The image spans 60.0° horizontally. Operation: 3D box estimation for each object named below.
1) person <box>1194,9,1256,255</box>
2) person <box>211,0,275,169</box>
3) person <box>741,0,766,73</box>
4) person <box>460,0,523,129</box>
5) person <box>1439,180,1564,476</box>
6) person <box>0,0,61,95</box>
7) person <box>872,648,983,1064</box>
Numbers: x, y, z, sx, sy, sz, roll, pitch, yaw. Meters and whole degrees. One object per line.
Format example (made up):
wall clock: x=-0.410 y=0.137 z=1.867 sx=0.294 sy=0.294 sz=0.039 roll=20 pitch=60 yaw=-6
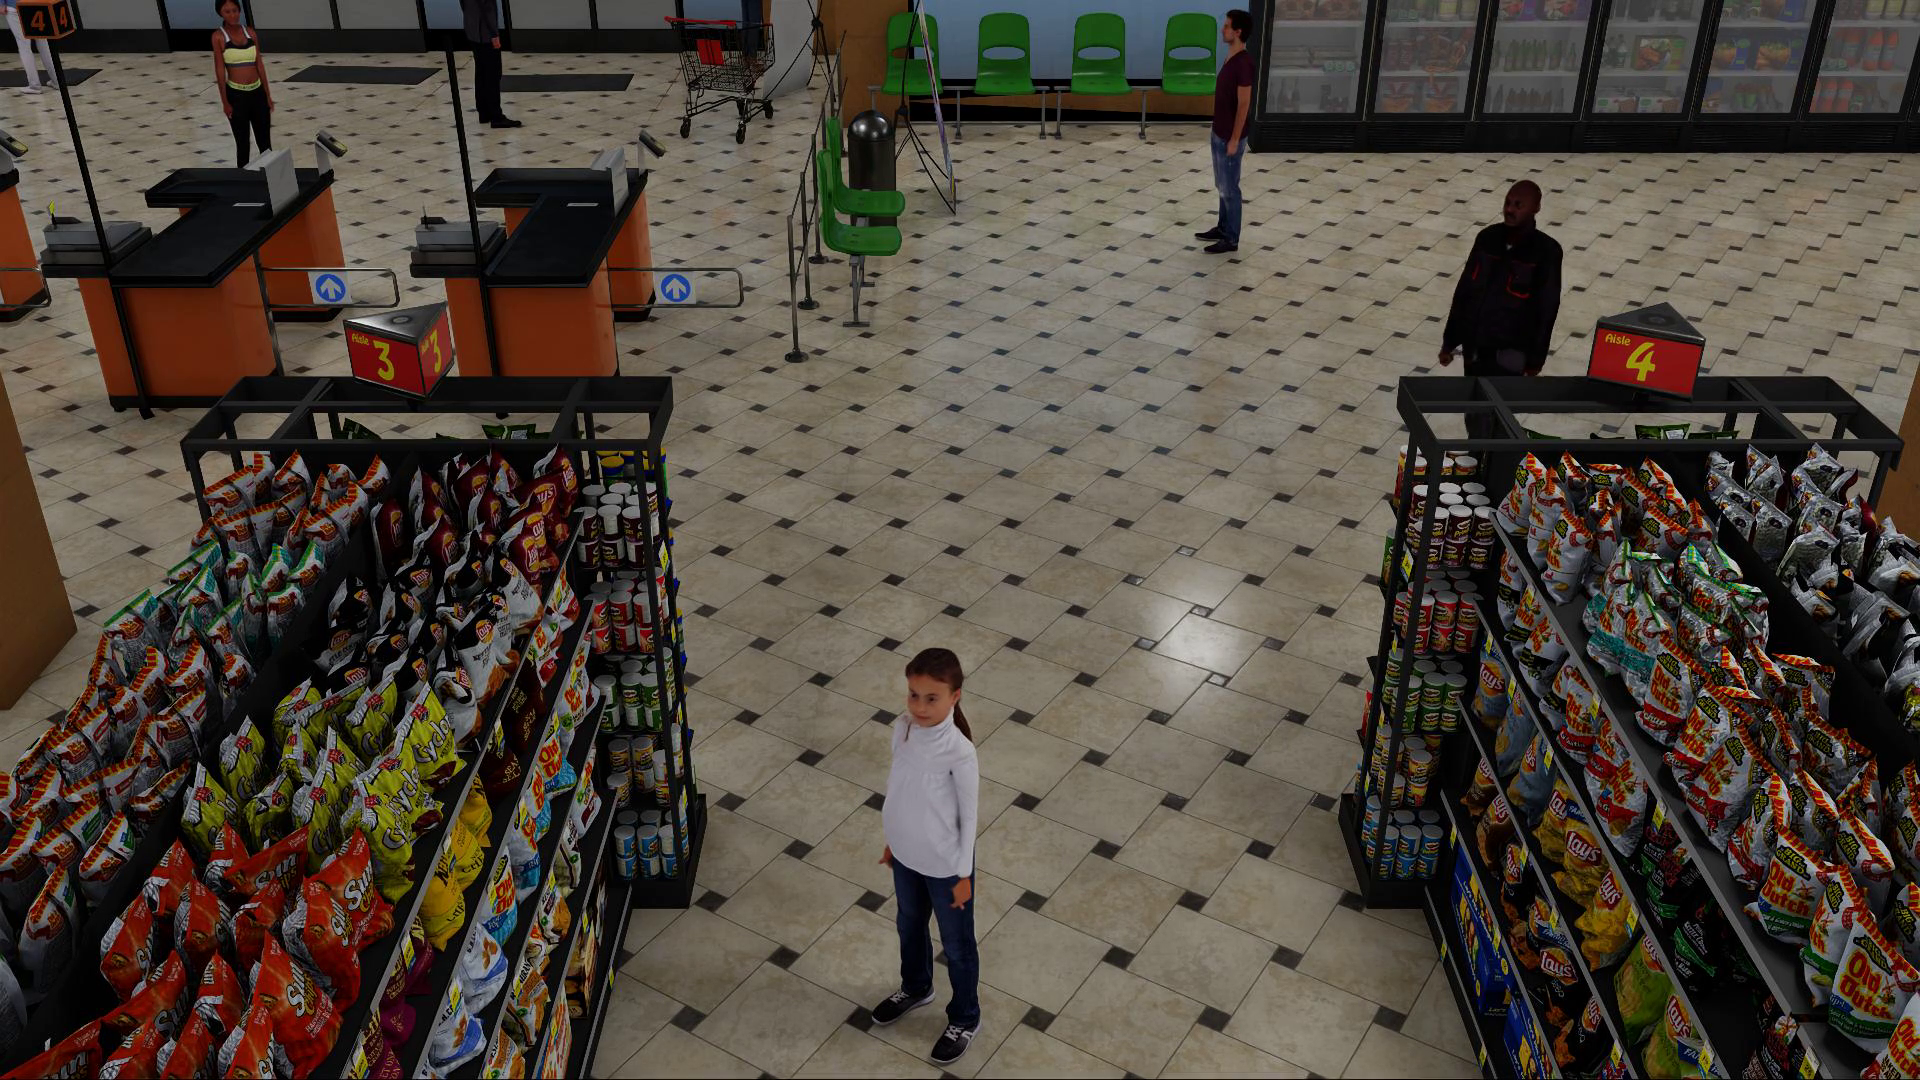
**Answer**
person: x=2.104 y=-3.178 z=12.932 sx=0.718 sy=1.855 sz=0.492 roll=-1 pitch=29 yaw=-3
person: x=-6.003 y=-3.695 z=13.985 sx=0.640 sy=1.754 sz=0.695 roll=-24 pitch=37 yaw=-37
person: x=-2.326 y=-6.106 z=18.362 sx=0.731 sy=1.792 sz=0.619 roll=-15 pitch=32 yaw=-25
person: x=-4.658 y=-4.993 z=16.273 sx=0.867 sy=1.840 sz=0.773 roll=-21 pitch=35 yaw=-33
person: x=3.018 y=-1.115 z=9.200 sx=0.891 sy=1.811 sz=0.824 roll=-24 pitch=37 yaw=-37
person: x=-9.842 y=-5.657 z=17.438 sx=0.802 sy=1.888 sz=0.689 roll=16 pitch=32 yaw=26
person: x=-0.082 y=1.032 z=5.535 sx=0.622 sy=1.555 sz=0.676 roll=23 pitch=36 yaw=35
